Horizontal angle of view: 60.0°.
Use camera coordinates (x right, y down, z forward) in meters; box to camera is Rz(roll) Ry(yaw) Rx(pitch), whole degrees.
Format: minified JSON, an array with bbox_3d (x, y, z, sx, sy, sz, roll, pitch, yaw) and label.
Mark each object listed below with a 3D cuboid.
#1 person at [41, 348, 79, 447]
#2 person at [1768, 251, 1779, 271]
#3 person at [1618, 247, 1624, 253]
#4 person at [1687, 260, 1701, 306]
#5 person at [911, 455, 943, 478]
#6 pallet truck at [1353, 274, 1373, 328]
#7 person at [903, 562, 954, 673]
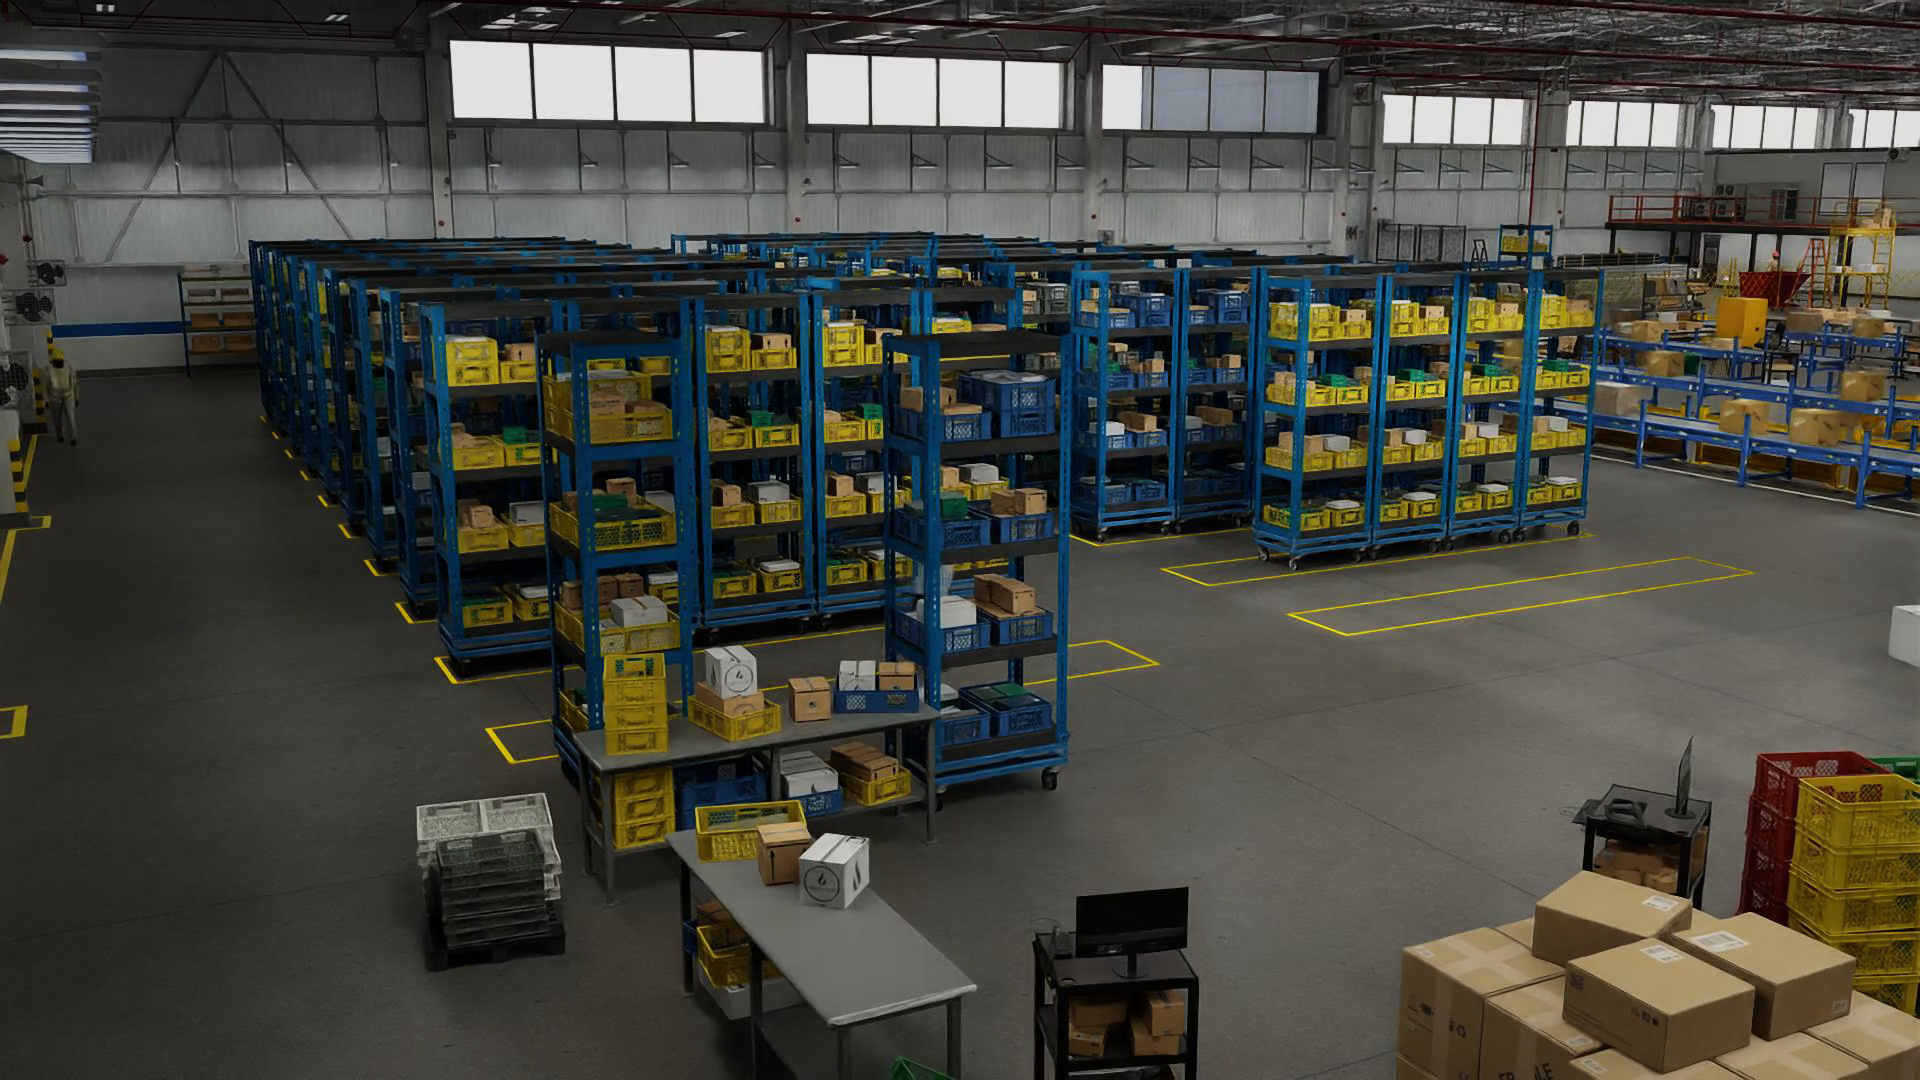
[{"bbox_3d":[-16.419,-2.626,30.363,0.598,1.800,0.875,-7,14,-31],"label":"person"},{"bbox_3d":[34.214,-11.167,69.967,0.549,1.934,0.374,-6,13,-25],"label":"person"},{"bbox_3d":[29.814,-12.297,75.273,0.591,1.926,0.386,-6,13,-25],"label":"person"},{"bbox_3d":[27.919,-9.708,63.263,0.578,1.882,0.346,-6,13,-25],"label":"person"},{"bbox_3d":[-0.520,-1.145,23.309,0.566,1.841,0.381,-6,13,-25],"label":"person"},{"bbox_3d":[13.011,-8.050,55.243,0.823,1.965,1.885,-7,14,-28],"label":"pallet truck"},{"bbox_3d":[-0.239,0.454,16.103,0.532,1.723,0.581,7,14,29],"label":"person"}]
